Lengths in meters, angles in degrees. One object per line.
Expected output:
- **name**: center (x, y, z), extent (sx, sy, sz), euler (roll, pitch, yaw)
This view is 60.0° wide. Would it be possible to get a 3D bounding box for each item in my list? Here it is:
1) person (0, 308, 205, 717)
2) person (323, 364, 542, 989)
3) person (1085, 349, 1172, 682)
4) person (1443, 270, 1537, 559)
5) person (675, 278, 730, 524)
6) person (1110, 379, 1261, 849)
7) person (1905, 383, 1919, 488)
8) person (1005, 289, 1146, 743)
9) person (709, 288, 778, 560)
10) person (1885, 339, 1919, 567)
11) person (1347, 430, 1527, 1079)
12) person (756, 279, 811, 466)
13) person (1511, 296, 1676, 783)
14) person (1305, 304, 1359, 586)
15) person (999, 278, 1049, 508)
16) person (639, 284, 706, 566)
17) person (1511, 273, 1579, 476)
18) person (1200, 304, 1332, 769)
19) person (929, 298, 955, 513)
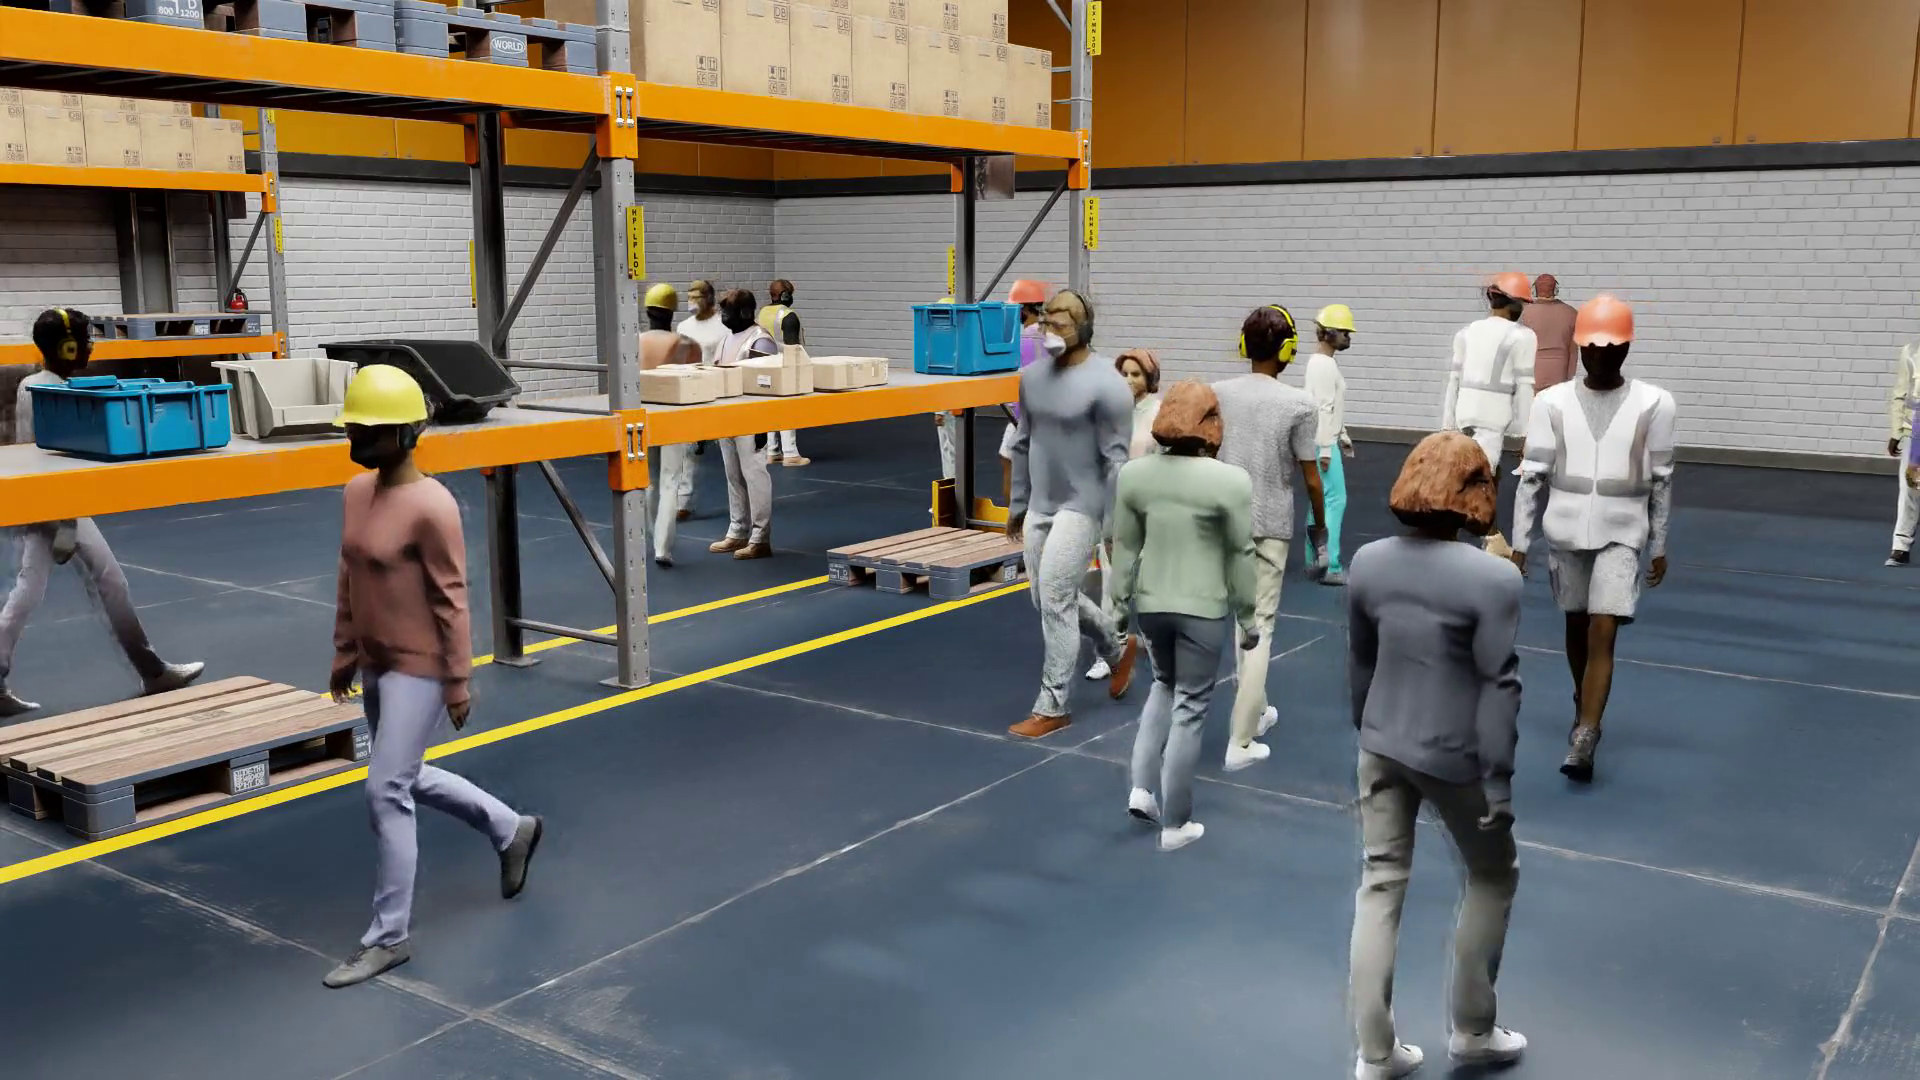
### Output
- **person**: center (-4.040, -0.130, 7.498), extent (0.535, 1.817, 0.996), euler (7, 12, 35)
- **person**: center (-1.559, 0.350, 4.845), extent (0.528, 1.739, 0.744), euler (9, 13, 44)
- **person**: center (0.895, -0.147, 8.228), extent (0.526, 1.595, 0.862), euler (5, 11, 30)
- **person**: center (3.401, -0.787, 10.971), extent (0.995, 1.982, 0.624), euler (-5, 11, -30)
- **person**: center (-1.939, -1.106, 13.080), extent (0.652, 1.892, 1.003), euler (5, 11, 28)
- **person**: center (0.778, 0.258, 5.749), extent (0.501, 1.621, 0.379), euler (7, 12, 37)
- **person**: center (5.363, -0.454, 8.837), extent (0.628, 2.002, 0.905), euler (2, 10, 10)
- **person**: center (0.519, -0.124, 7.172), extent (0.813, 1.913, 0.632), euler (-7, 12, -35)
- **person**: center (-1.494, -0.794, 11.360), extent (0.429, 1.841, 0.634), euler (-7, 12, -36)
- **person**: center (6.415, -0.704, 10.892), extent (0.610, 1.820, 0.410), euler (9, 13, 44)
- **person**: center (1.200, 0.533, 4.106), extent (0.611, 1.608, 0.538), euler (-8, 12, -38)
- **person**: center (-1.750, -1.655, 16.490), extent (0.429, 1.845, 0.622), euler (-8, 12, -39)
- **person**: center (2.502, -0.019, 6.619), extent (0.571, 1.878, 1.011), euler (5, 11, 28)
- **person**: center (2.333, -0.598, 10.467), extent (0.389, 1.753, 0.534), euler (1, 10, 4)
- **person**: center (0.574, -0.906, 11.836), extent (0.835, 1.913, 0.550), euler (5, 11, 29)
- **person**: center (-2.014, -0.780, 11.224), extent (0.595, 1.876, 1.007), euler (0, 10, 0)
- **person**: center (5.448, -1.534, 15.584), extent (0.643, 1.905, 0.400), euler (0, 10, -3)
- **person**: center (1.265, -0.032, 6.808), extent (0.537, 1.842, 0.810), euler (7, 12, 35)
- **person**: center (-0.075, -1.069, 13.325), extent (0.314, 1.732, 0.484), euler (5, 11, 28)
